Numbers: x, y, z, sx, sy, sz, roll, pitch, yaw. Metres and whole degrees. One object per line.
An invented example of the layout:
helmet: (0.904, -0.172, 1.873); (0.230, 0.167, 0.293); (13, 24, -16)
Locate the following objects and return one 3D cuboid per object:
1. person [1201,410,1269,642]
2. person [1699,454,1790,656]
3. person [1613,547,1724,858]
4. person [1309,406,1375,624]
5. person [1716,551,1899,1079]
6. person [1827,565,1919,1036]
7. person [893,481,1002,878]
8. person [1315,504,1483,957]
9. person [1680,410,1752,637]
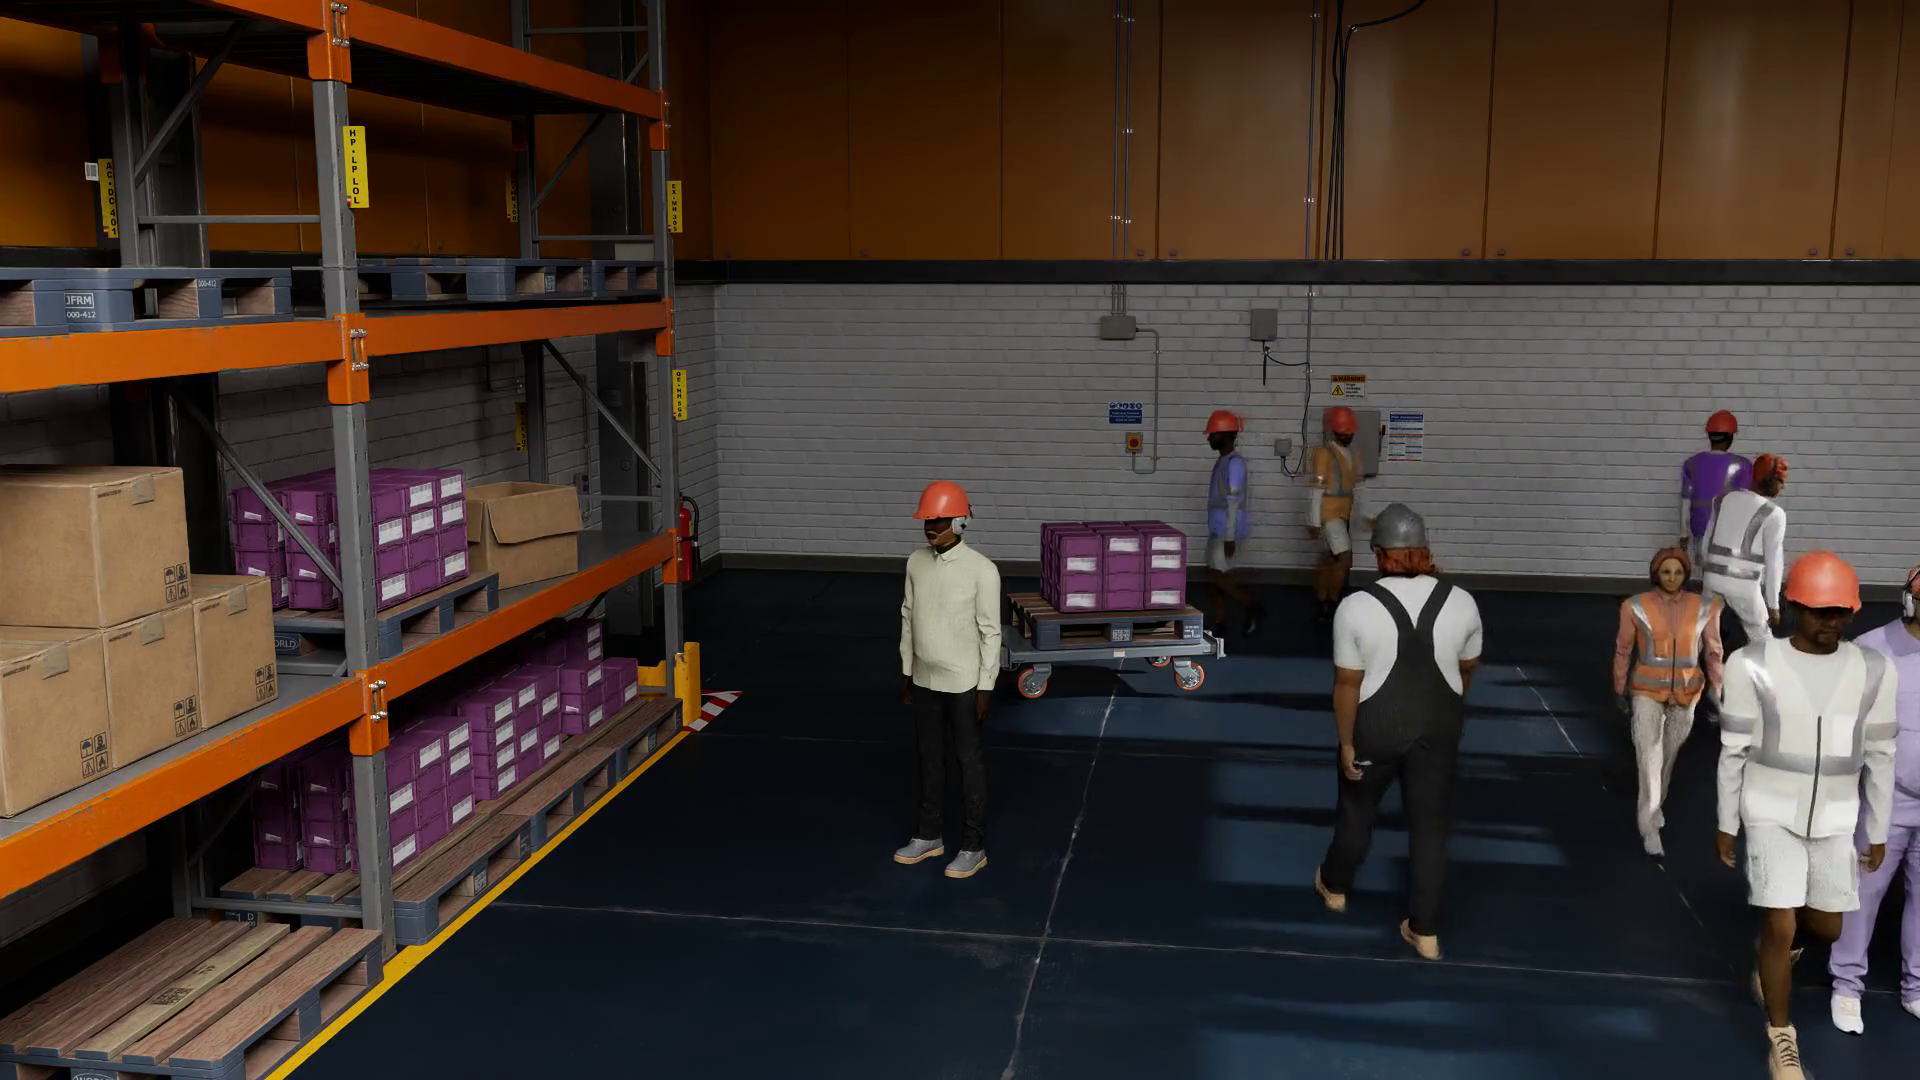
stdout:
person: (2.174, -0.090, 13.422); (0.535, 1.920, 0.571); (-1, 9, -5)
person: (5.188, 0.337, 11.106); (0.851, 1.826, 0.642); (-5, 10, -26)
person: (3.739, 0.822, 8.814); (0.516, 1.593, 0.877); (1, 9, 7)
person: (3.255, -0.195, 14.111); (0.589, 1.902, 0.583); (7, 11, 36)
person: (3.179, 1.016, 6.314); (0.613, 2.018, 0.818); (2, 9, 10)
person: (3.783, 1.027, 6.575); (0.642, 1.909, 0.399); (1, 9, 6)
person: (-0.069, 0.691, 8.378); (0.612, 1.995, 0.382); (7, 12, 39)
person: (1.981, 0.796, 7.584); (0.692, 2.000, 0.788); (0, 9, -2)
person: (6.075, -0.091, 13.451); (0.807, 1.918, 0.554); (-7, 12, -37)
